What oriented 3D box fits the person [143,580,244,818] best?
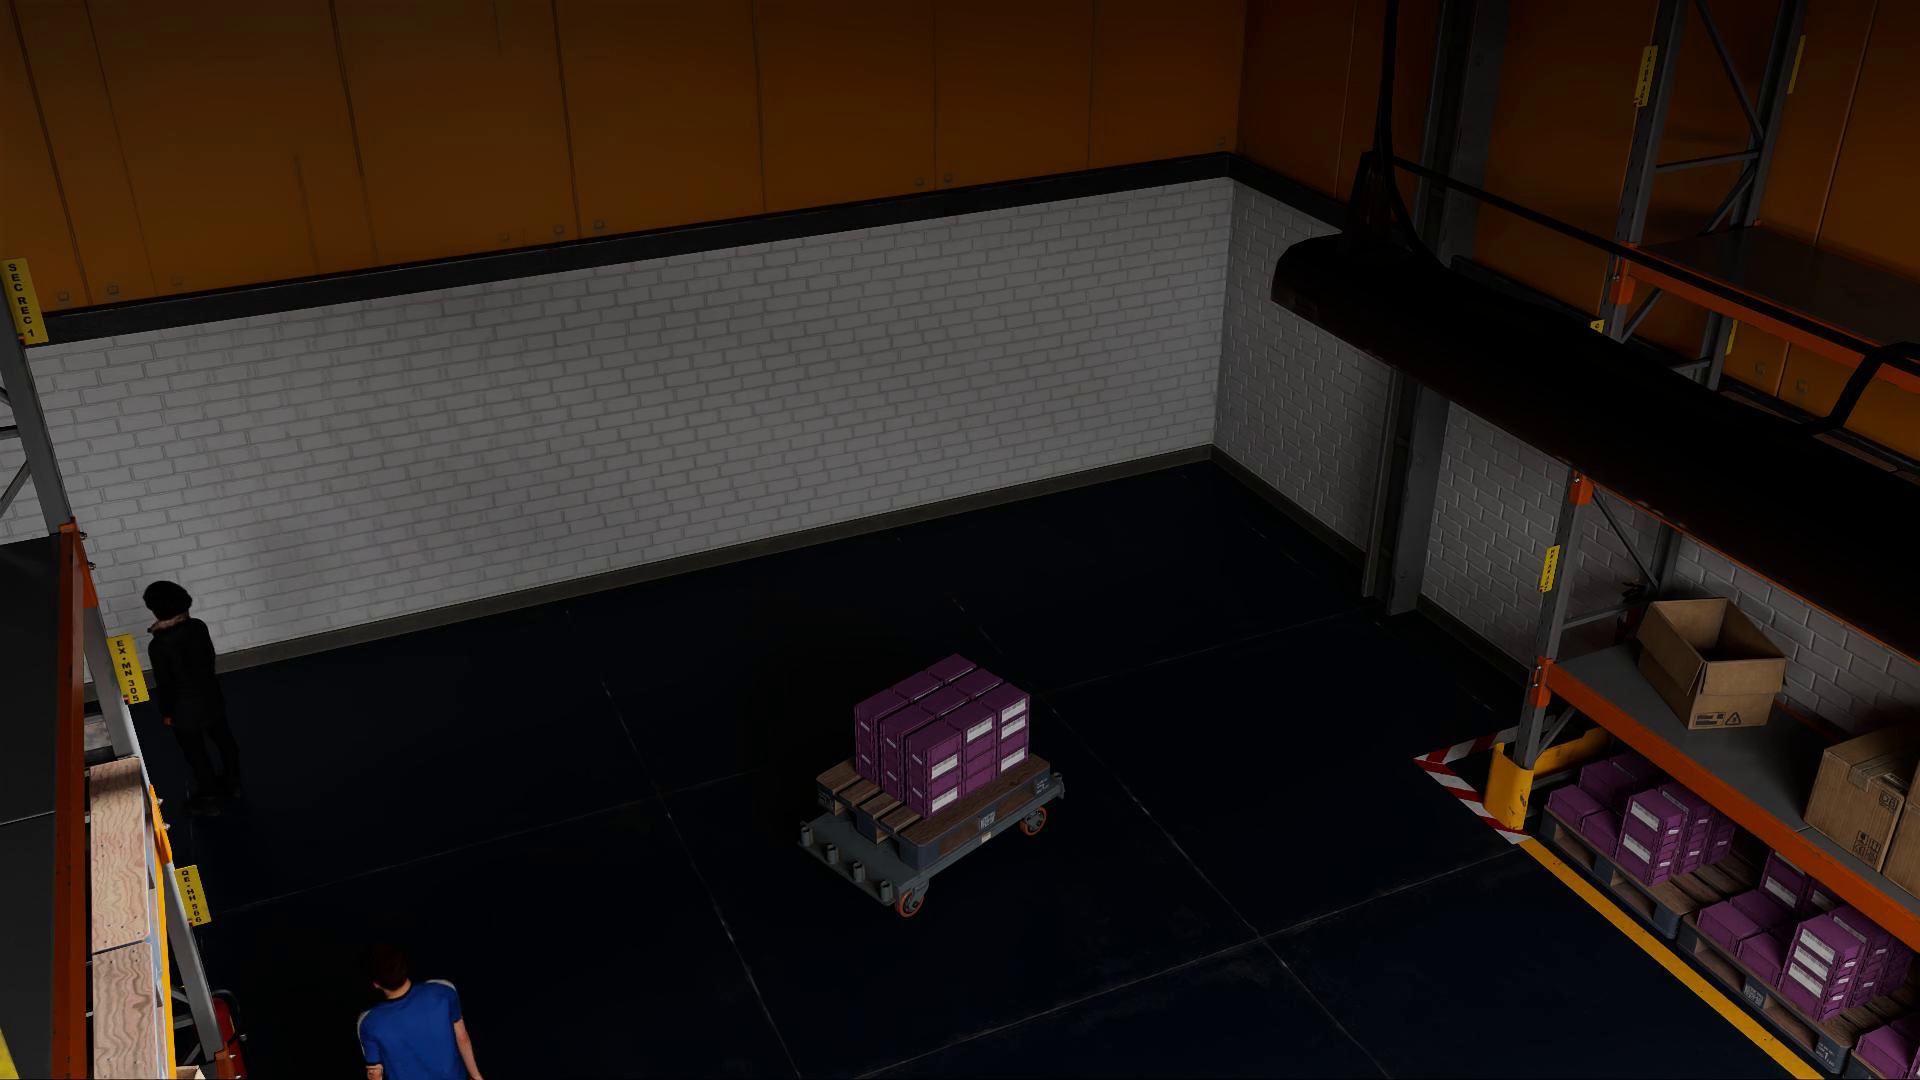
[{"bbox_3d":[-5.132,1.054,11.141,0.785,1.781,0.736,13,31,22],"label":"person"}]

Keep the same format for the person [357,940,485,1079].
[{"bbox_3d":[-2.549,2.705,8.042,0.737,1.850,0.777,-17,33,-28],"label":"person"}]
